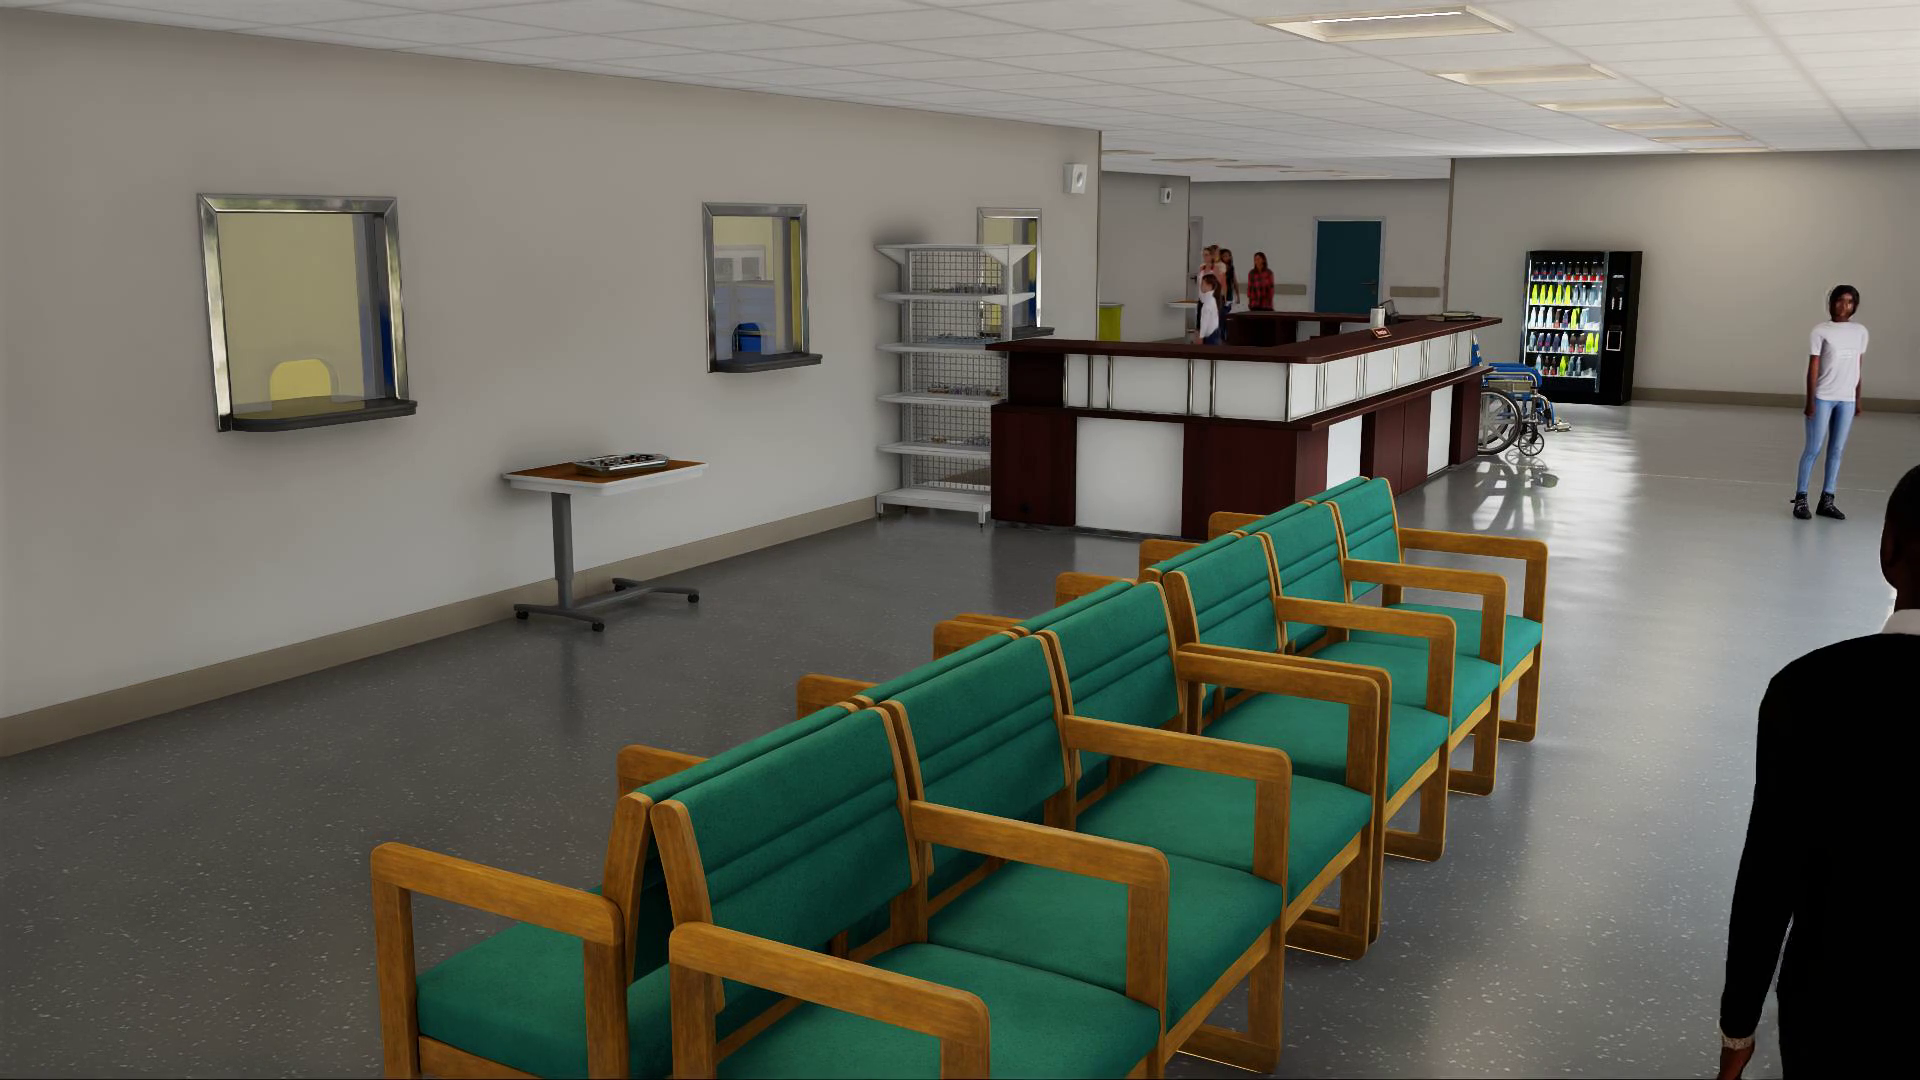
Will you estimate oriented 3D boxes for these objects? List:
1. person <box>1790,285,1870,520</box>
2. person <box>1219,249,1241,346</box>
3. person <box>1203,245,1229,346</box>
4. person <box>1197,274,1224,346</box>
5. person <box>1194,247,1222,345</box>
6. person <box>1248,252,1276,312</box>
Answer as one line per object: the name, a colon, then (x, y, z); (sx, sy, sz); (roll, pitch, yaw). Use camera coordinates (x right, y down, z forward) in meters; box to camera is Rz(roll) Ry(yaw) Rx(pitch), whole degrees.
person: (6.434, -1.019, 12.272); (0.624, 1.721, 0.720); (-1, 11, -5)
person: (4.678, -4.352, 29.833); (0.815, 1.722, 0.854); (-5, 12, -24)
person: (4.366, -4.155, 28.565); (0.450, 1.809, 0.665); (5, 12, 26)
person: (3.198, -2.504, 20.617); (0.984, 1.528, 0.694); (3, 11, 16)
person: (4.118, -3.854, 27.140); (1.024, 1.749, 0.774); (8, 13, 36)
person: (5.096, -3.996, 28.044); (0.618, 1.689, 0.757); (4, 11, 18)
